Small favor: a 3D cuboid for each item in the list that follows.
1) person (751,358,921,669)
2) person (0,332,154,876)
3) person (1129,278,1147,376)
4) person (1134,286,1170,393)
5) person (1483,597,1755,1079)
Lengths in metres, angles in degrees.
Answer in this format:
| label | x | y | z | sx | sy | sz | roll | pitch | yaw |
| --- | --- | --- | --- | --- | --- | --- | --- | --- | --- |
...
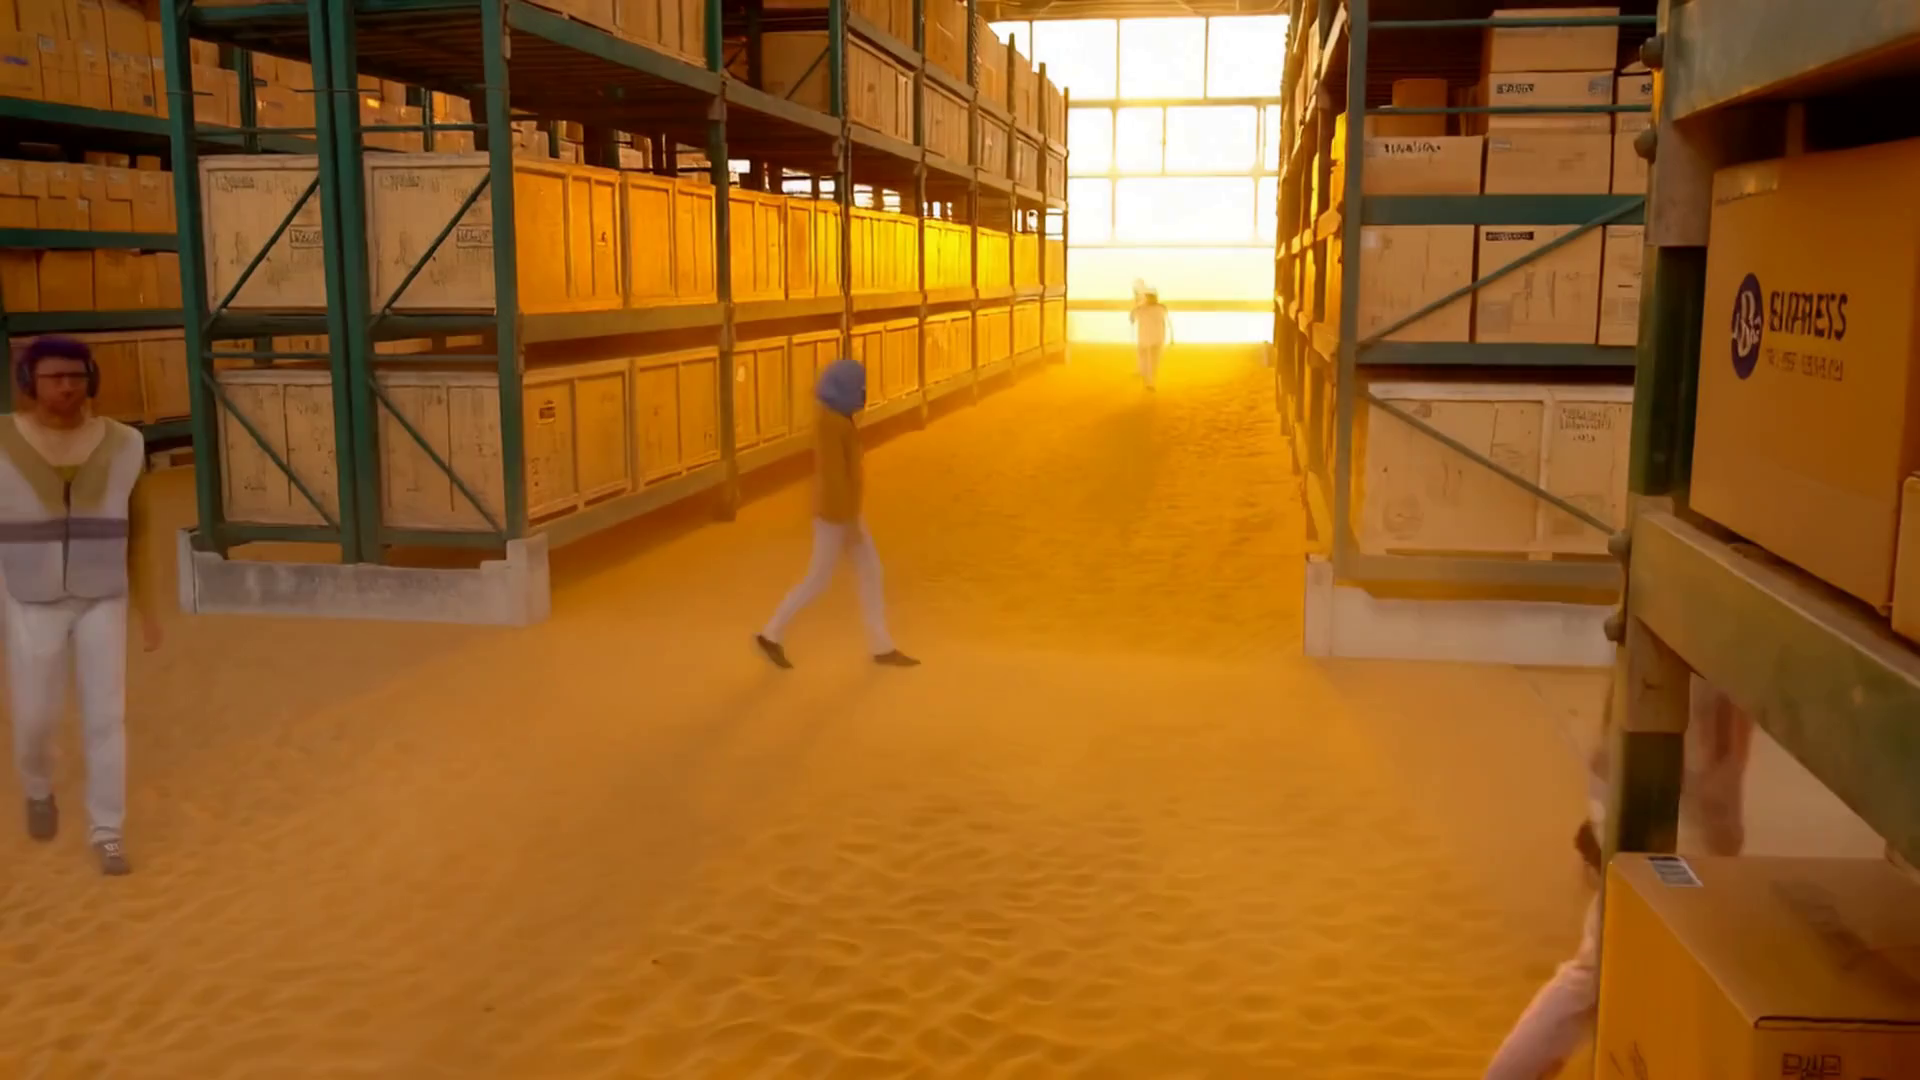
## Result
| label | x | y | z | sx | sy | sz | roll | pitch | yaw |
| --- | --- | --- | --- | --- | --- | --- | --- | --- | --- |
| person | -0.653 | -0.123 | 8.414 | 0.817 | 1.598 | 0.499 | 2 | 9 | 10 |
| person | -3.032 | 0.212 | 5.621 | 0.594 | 1.826 | 0.523 | -8 | 12 | -41 |
| person | 3.508 | -4.171 | 32.583 | 0.403 | 1.908 | 0.638 | 3 | 10 | 16 |
| person | 3.210 | -3.366 | 27.920 | 0.595 | 1.803 | 0.834 | 3 | 10 | 19 |
| person | 1.492 | 0.654 | 3.625 | 0.883 | 1.594 | 0.516 | 1 | 9 | 4 |
